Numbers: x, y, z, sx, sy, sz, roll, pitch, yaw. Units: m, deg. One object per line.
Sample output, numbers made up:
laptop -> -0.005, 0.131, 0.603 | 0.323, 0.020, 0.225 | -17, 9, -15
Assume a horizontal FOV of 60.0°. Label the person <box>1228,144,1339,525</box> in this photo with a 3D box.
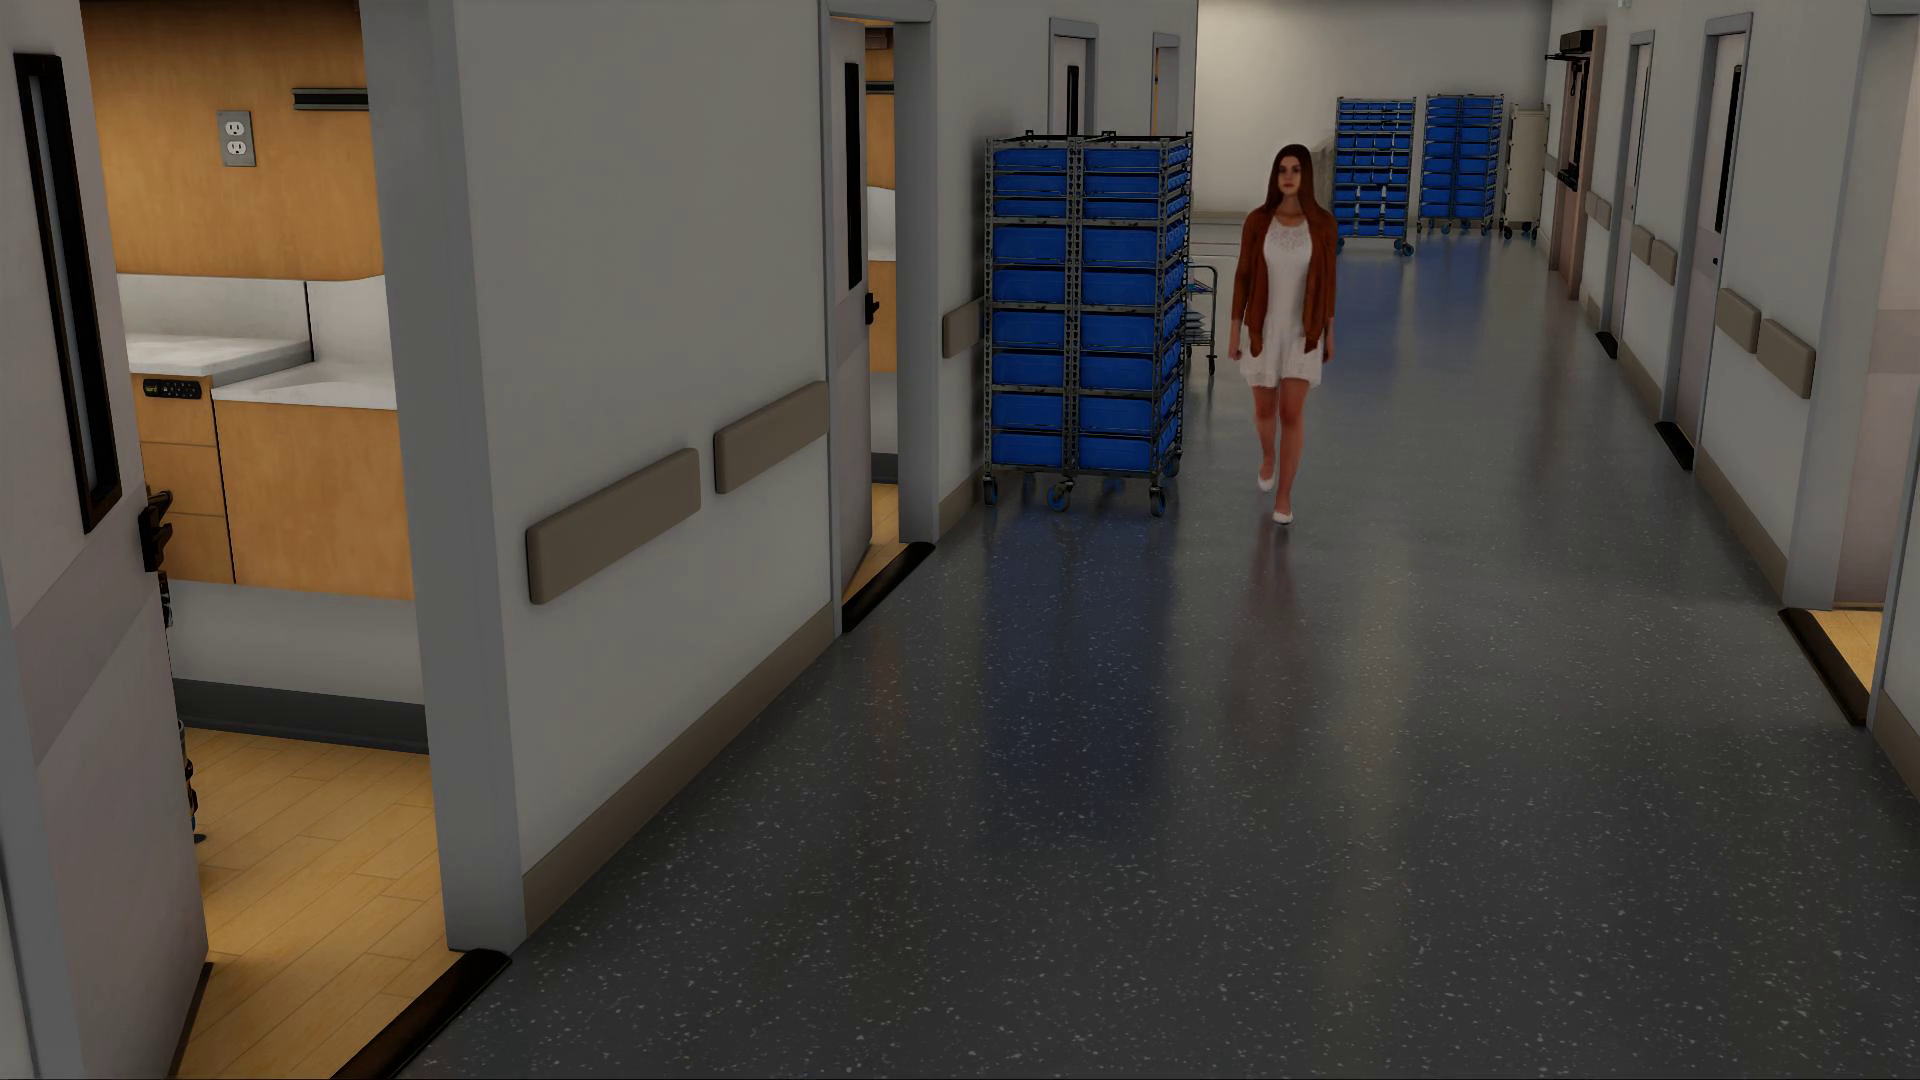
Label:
person -> 1.515, -0.967, 7.785 | 0.632, 1.687, 1.086 | 4, 16, 14
